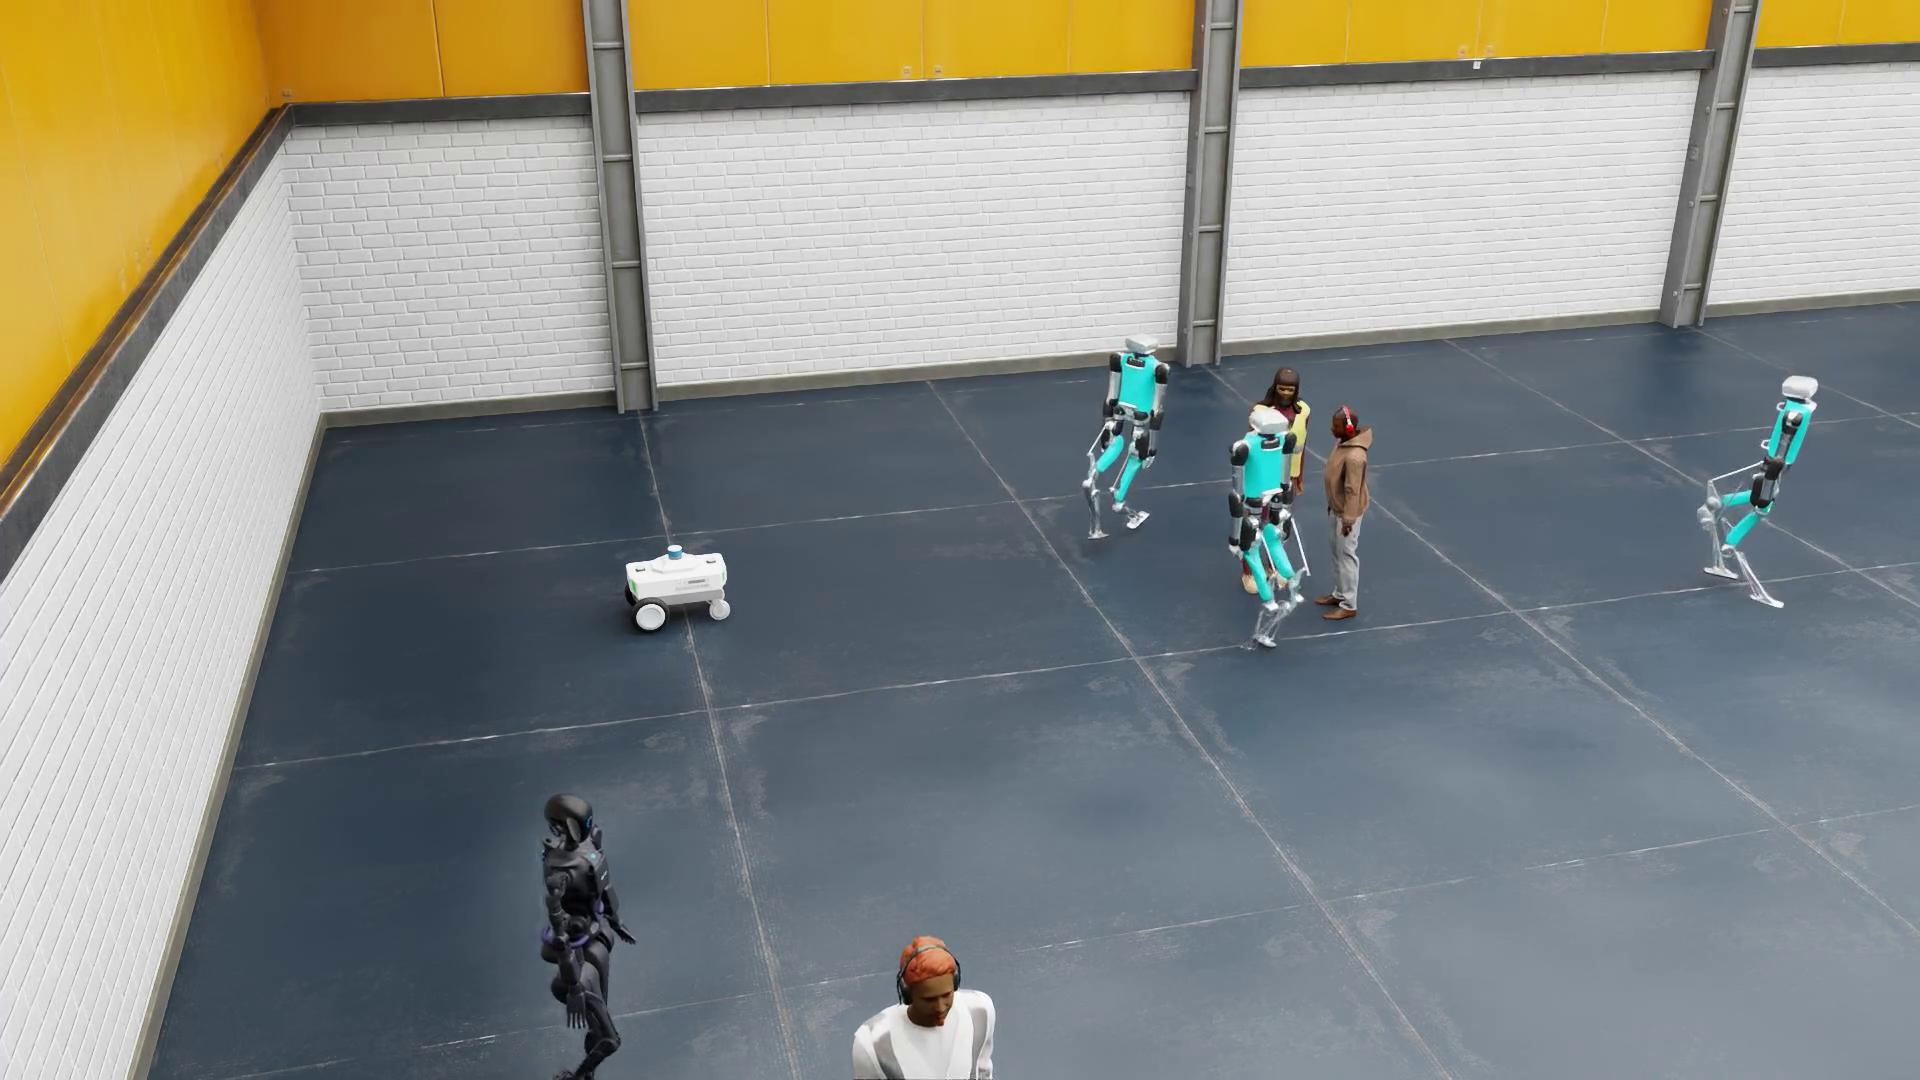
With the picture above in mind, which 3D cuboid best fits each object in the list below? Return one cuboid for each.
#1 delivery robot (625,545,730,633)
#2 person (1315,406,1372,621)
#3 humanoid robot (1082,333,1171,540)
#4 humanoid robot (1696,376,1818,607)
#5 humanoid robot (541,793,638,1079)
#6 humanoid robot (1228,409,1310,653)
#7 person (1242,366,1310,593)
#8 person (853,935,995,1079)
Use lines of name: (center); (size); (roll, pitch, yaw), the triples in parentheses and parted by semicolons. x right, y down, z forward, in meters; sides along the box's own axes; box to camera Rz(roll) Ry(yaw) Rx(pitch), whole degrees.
delivery robot: (-2.105, 0.340, 12.251); (0.804, 0.610, 0.499); (-7, 25, -15)
person: (2.801, -0.199, 12.114); (0.326, 1.641, 0.452); (-1, 24, -2)
humanoid robot: (1.249, -0.723, 13.227); (0.548, 1.739, 1.034); (17, 29, 33)
humanoid robot: (5.894, -0.396, 12.474); (0.854, 1.793, 0.545); (14, 28, 29)
humanoid robot: (-1.670, 1.834, 7.448); (0.339, 1.654, 0.588); (3, 24, 8)
humanoid robot: (2.188, 0.025, 11.509); (0.543, 1.818, 0.674); (-13, 27, -28)
person: (2.377, -0.464, 12.552); (0.468, 1.769, 0.375); (-7, 25, -16)
person: (-0.120, 2.271, 6.203); (0.572, 1.881, 0.358); (-12, 26, -25)
